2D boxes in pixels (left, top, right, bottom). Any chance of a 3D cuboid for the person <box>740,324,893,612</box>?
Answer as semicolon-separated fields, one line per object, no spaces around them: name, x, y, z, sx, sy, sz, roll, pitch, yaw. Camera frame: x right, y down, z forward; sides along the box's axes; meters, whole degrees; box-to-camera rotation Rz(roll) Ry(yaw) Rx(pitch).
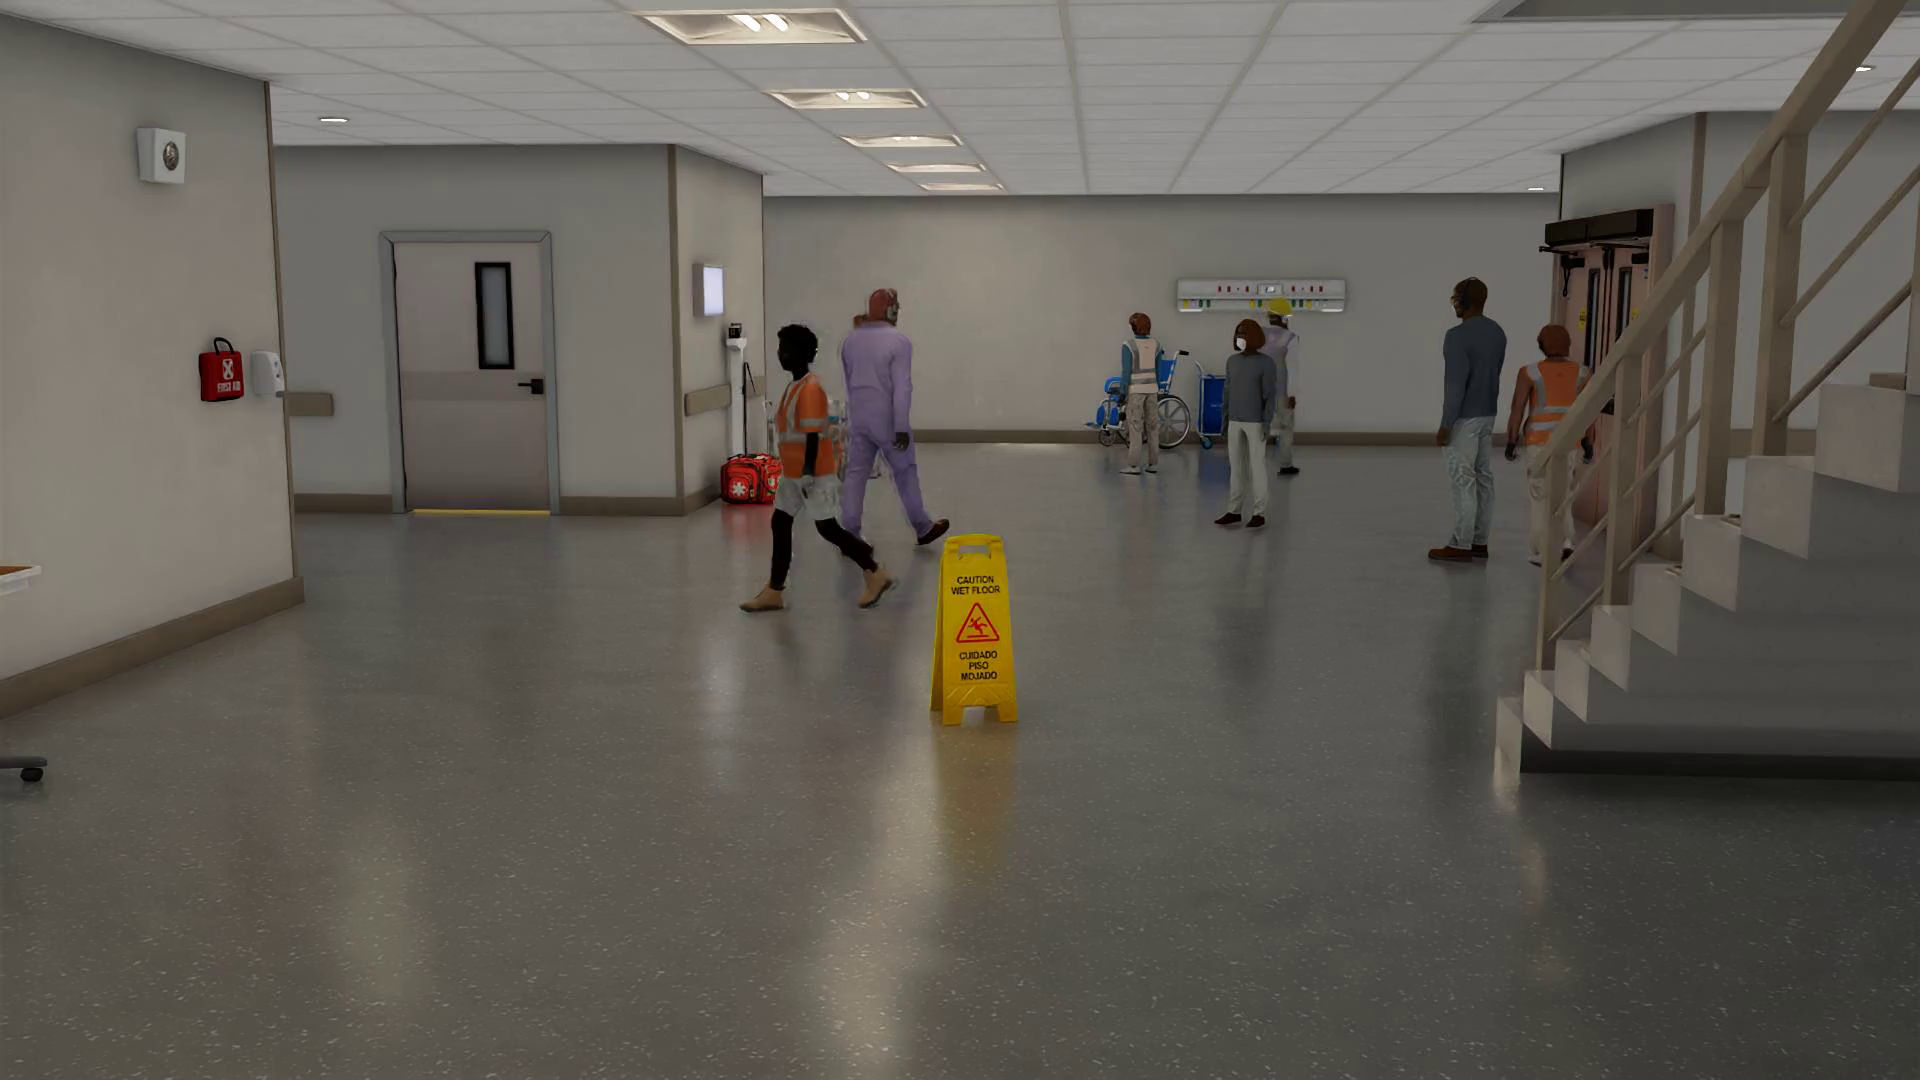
person;-0.810;-0.410;9.534;0.841;1.665;0.536;-3;9;-19

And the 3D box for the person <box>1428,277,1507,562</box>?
person;3.463;-0.816;11.358;0.628;1.940;0.373;-8;12;-44

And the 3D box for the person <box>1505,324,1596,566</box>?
person;3.978;-0.634;11.192;0.549;1.621;0.359;-1;8;-4

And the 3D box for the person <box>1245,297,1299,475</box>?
person;3.094;-1.519;16.605;0.791;1.806;0.600;-8;11;-42

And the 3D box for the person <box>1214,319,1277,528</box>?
person;2.243;-0.909;13.019;0.283;1.633;0.497;-7;11;-41

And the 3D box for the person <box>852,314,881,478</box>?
person;-0.920;-1.419;16.507;0.314;1.633;0.514;1;8;4

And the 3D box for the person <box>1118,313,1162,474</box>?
person;1.833;-1.482;16.891;0.513;1.642;0.311;-6;10;-33

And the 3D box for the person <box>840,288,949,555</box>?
person;-0.507;-0.843;11.799;0.676;1.852;0.976;7;11;39
